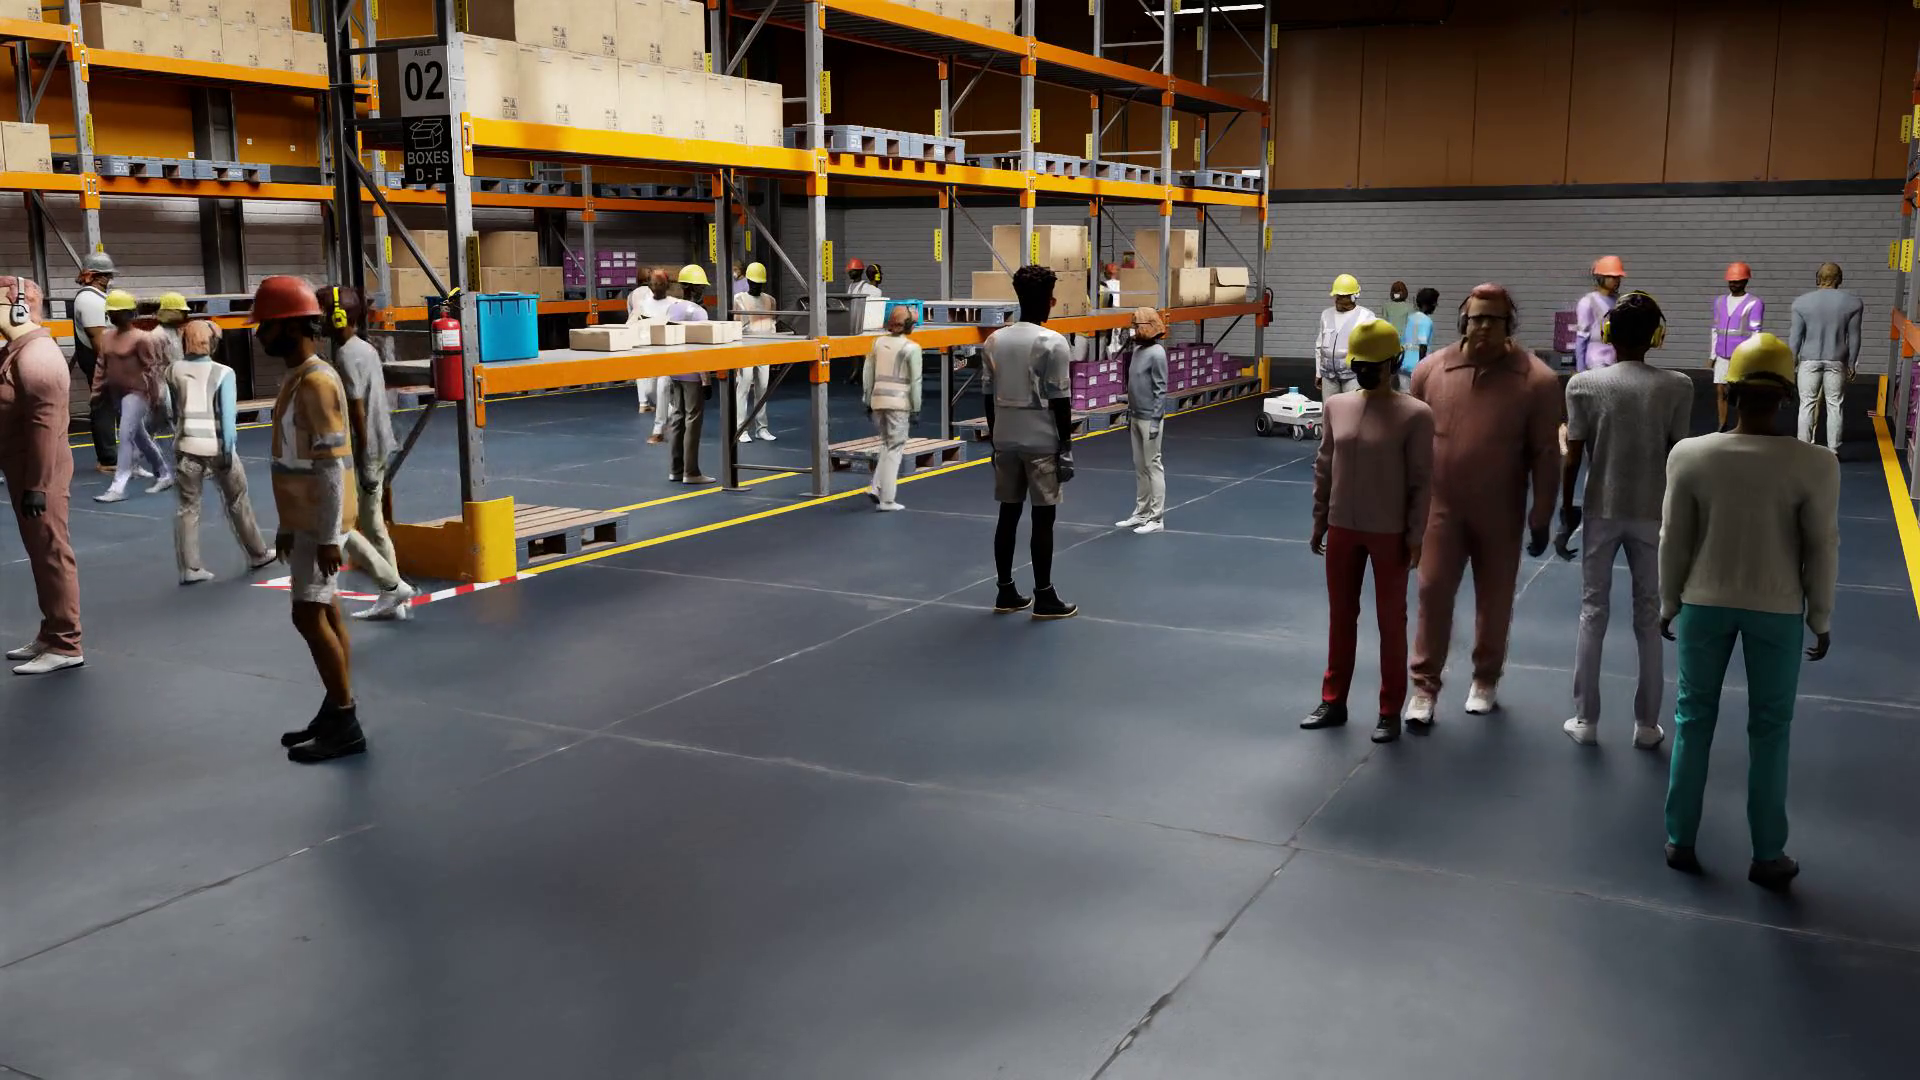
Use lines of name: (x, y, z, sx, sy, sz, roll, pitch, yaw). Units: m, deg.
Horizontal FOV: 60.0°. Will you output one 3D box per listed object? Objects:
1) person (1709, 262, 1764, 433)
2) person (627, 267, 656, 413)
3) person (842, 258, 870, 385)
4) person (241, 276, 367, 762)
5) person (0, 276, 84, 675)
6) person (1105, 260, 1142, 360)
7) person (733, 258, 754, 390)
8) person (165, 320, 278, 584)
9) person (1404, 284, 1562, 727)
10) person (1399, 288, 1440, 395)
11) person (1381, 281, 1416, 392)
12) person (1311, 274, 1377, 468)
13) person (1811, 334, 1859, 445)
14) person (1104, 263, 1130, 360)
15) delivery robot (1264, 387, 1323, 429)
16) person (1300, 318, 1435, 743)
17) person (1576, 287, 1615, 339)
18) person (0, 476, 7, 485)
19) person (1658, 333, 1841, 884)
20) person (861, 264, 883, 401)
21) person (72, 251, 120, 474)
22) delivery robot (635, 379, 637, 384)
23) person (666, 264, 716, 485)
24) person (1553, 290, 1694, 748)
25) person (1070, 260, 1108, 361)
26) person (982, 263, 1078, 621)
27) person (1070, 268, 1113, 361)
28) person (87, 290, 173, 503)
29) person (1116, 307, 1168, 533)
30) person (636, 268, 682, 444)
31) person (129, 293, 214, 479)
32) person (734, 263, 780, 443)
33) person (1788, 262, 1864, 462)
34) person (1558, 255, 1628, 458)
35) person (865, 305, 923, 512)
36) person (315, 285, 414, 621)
person: (8.200, -1.975, 17.645, 0.385, 1.929, 0.545, -6, 12, -32)
person: (-3.878, -2.507, 20.967, 0.621, 1.845, 0.429, 6, 11, 31)
person: (-1.578, -3.342, 25.518, 0.369, 1.939, 0.542, -7, 12, -36)
person: (-2.638, -0.081, 6.692, 0.412, 1.932, 0.563, -5, 11, -26)
person: (-4.514, -0.314, 8.072, 0.407, 1.913, 0.641, -6, 12, -32)
person: (2.976, -4.094, 30.023, 0.561, 1.883, 0.953, -7, 12, -35)
person: (-3.232, -3.181, 24.586, 0.372, 1.940, 0.632, -7, 12, -34)
person: (-4.642, -0.564, 10.389, 0.520, 1.602, 0.813, 2, 10, 10)
person: (2.194, -0.136, 7.104, 0.681, 1.883, 0.775, 5, 11, 26)
person: (4.775, -1.759, 17.146, 0.613, 1.654, 0.551, -1, 10, -8)
person: (6.068, -2.775, 23.120, 0.498, 1.632, 0.284, 7, 12, 35)
person: (3.572, -1.558, 15.531, 0.587, 1.822, 0.403, 8, 12, 38)
person: (9.212, -1.812, 17.577, 0.502, 1.629, 0.287, 3, 10, 17)
person: (2.399, -3.454, 26.376, 0.571, 1.864, 0.502, -4, 11, -24)
delivery robot: (3.635, -1.426, 18.153, 0.477, 0.478, 0.707, -5, 11, -25)
person: (1.694, -0.040, 6.924, 0.523, 1.761, 0.326, 8, 13, 40)
person: (7.023, -1.947, 18.208, 0.546, 1.660, 0.746, 2, 10, 11)
person: (-8.624, -1.280, 13.992, 0.594, 1.814, 0.793, 6, 12, 33)
person: (2.534, 0.223, 5.377, 0.533, 1.769, 0.311, 7, 12, 34)
person: (-1.154, -2.807, 22.609, 0.325, 1.876, 0.521, -7, 12, -35)
person: (-7.829, -1.629, 15.306, 0.538, 2.000, 0.684, -6, 11, -30)
delivery robot: (-4.371, -2.382, 23.691, 0.477, 0.478, 0.707, 2, 10, 9)
person: (-2.354, -1.451, 14.627, 0.394, 1.919, 0.589, -8, 13, -39)
person: (2.714, -0.076, 6.818, 0.518, 1.869, 0.329, 3, 10, 18)
person: (1.986, -3.281, 25.215, 0.632, 1.930, 0.848, -3, 10, -15)
person: (0.391, -0.537, 9.198, 0.607, 1.965, 0.367, 9, 13, 42)
person: (1.807, -2.840, 22.940, 0.622, 1.835, 0.431, 0, 10, -3)
person: (-6.870, -1.195, 13.724, 0.529, 1.723, 0.879, 5, 11, 26)
person: (1.339, -0.868, 12.076, 0.279, 1.633, 0.505, -3, 10, -17)
person: (-3.176, -1.975, 17.828, 0.585, 1.862, 0.693, 3, 10, 14)
person: (-7.089, -1.367, 14.869, 0.975, 1.667, 0.496, -1, 10, -5)
person: (-2.195, -2.006, 17.846, 0.585, 1.917, 0.382, -8, 13, -38)
person: (8.314, -1.702, 16.034, 0.628, 1.937, 0.378, 4, 11, 23)
person: (6.135, -1.740, 16.055, 0.624, 2.011, 0.947, -7, 12, -34)
person: (-0.522, -1.025, 13.022, 0.533, 1.612, 0.403, 9, 13, 43)
person: (-3.250, -0.445, 9.017, 0.417, 1.853, 0.497, 0, 10, -2)
